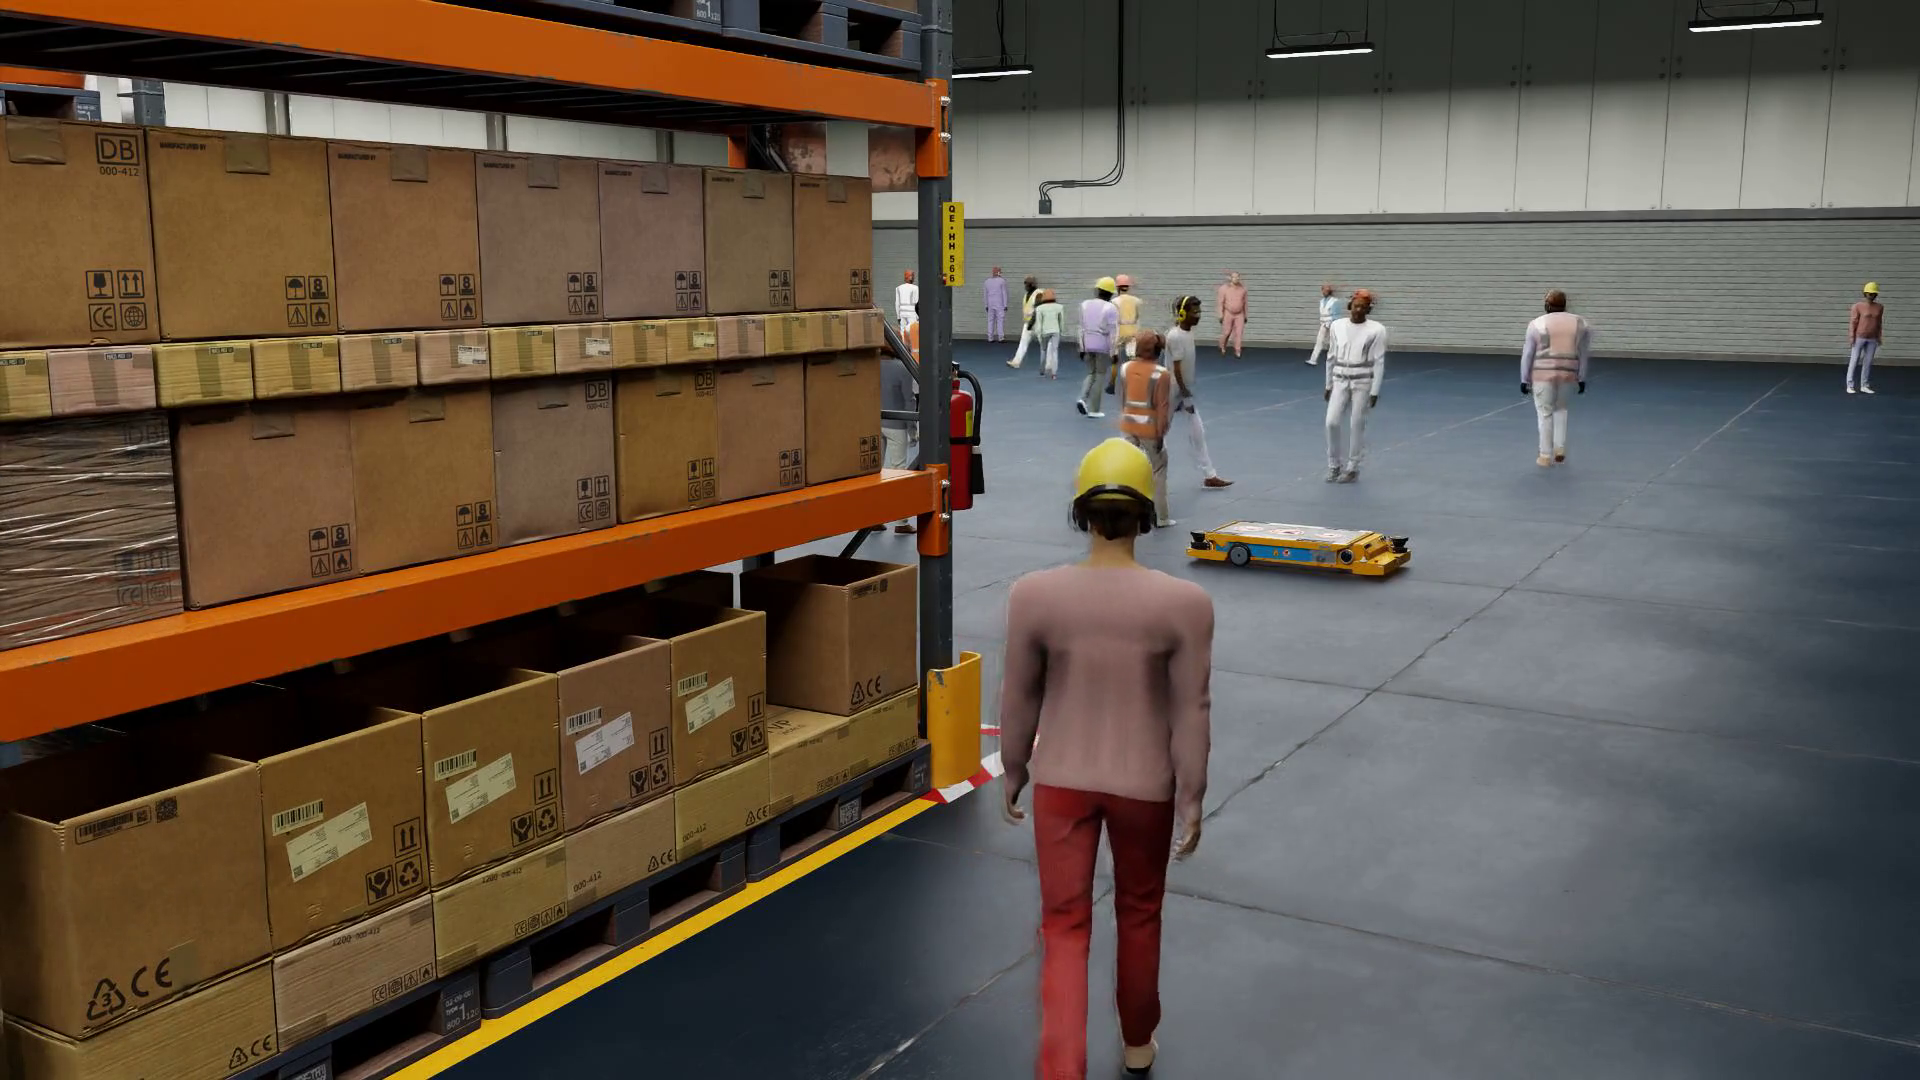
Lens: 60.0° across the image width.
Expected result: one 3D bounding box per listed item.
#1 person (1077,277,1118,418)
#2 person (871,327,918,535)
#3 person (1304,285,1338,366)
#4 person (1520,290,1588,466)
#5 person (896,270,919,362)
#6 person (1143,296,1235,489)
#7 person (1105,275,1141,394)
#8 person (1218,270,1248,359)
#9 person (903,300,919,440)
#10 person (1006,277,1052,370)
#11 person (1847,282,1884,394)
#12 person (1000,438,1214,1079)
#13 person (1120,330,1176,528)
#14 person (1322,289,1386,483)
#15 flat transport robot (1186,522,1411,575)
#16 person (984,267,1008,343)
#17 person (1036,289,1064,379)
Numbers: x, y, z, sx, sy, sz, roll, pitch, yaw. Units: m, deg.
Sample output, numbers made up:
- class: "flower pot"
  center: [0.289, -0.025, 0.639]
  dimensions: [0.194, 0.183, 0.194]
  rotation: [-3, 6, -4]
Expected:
- class: "person"
  center: [1.875, -2.578, 22.344]
  dimensions: [0.613, 1.899, 0.411]
  rotation: [9, 13, 42]
- class: "person"
  center: [-0.553, -0.852, 13.015]
  dimensions: [0.497, 1.633, 0.279]
  rotation: [6, 11, 31]
- class: "person"
  center: [7.197, -4.197, 32.703]
  dimensions: [0.843, 1.593, 0.530]
  rotation: [-6, 11, -31]
- class: "person"
  center: [6.144, -1.676, 17.266]
  dimensions: [0.658, 1.827, 0.481]
  rotation: [0, 10, -1]
- class: "person"
  center: [-1.052, -4.607, 34.265]
  dimensions: [0.572, 1.887, 0.354]
  rotation: [6, 11, 31]
- class: "person"
  center: [2.066, -1.378, 15.595]
  dimensions: [1.009, 1.810, 0.491]
  rotation: [7, 12, 34]
- class: "person"
  center: [2.572, -3.179, 25.930]
  dimensions: [0.544, 1.891, 1.003]
  rotation: [-3, 10, -17]
- class: "person"
  center: [5.827, -4.822, 35.551]
  dimensions: [0.652, 1.887, 0.709]
  rotation: [-1, 10, -5]
- class: "person"
  center: [-0.417, -1.987, 19.474]
  dimensions: [0.529, 1.697, 0.321]
  rotation: [6, 11, 31]
- class: "person"
  center: [1.398, -4.135, 31.822]
  dimensions: [1.042, 1.776, 0.615]
  rotation: [-6, 12, -32]
- class: "person"
  center: [14.363, -3.195, 26.356]
  dimensions: [0.533, 1.765, 0.330]
  rotation: [-1, 10, -4]
- class: "person"
  center: [0.356, 0.627, 4.155]
  dimensions: [0.531, 1.754, 0.805]
  rotation: [1, 10, 8]
- class: "person"
  center: [1.407, -0.853, 13.109]
  dimensions: [0.502, 1.601, 0.828]
  rotation: [8, 13, 39]
- class: "person"
  center: [3.739, -1.452, 15.850]
  dimensions: [0.606, 1.864, 0.517]
  rotation: [7, 12, 35]
- class: "flat transport robot"
  center: [2.392, 0.041, 11.772]
  dimensions: [1.431, 0.197, 0.652]
  rotation: [6, 11, 30]
- class: "person"
  center: [0.926, -5.894, 41.759]
  dimensions: [0.636, 1.902, 0.405]
  rotation: [6, 11, 31]
- class: "person"
  center: [1.607, -3.681, 29.721]
  dimensions: [0.508, 1.589, 0.872]
  rotation: [-1, 10, -4]
